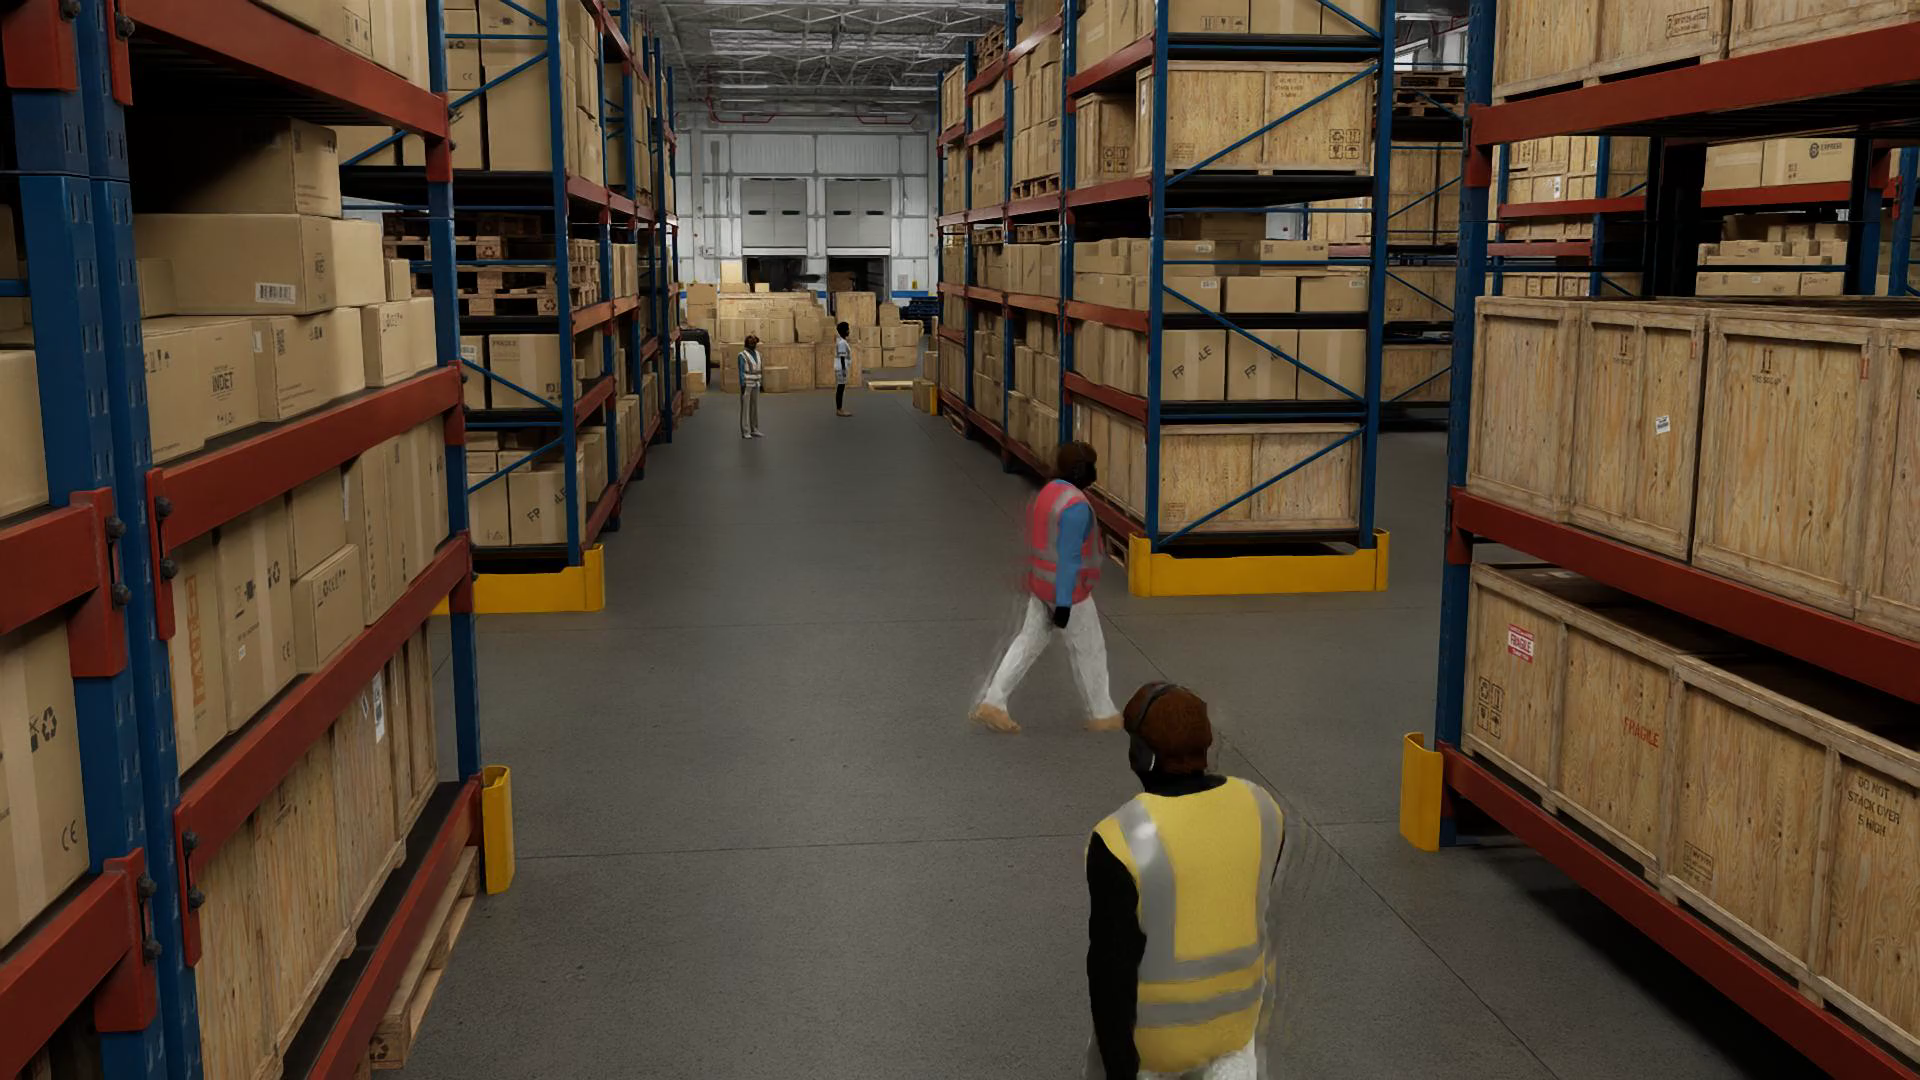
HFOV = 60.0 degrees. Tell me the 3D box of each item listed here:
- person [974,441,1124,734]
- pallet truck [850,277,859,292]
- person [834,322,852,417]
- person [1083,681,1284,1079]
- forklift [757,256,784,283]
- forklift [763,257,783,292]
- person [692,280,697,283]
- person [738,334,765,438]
[{"bbox_3d":[0.553,0.297,10.032,0.987,1.795,0.634,-3,10,-16],"label":"person"},{"bbox_3d":[-3.782,-9.391,65.808,1.885,1.965,0.823,2,10,10],"label":"pallet truck"},{"bbox_3d":[-2.106,-3.063,29.836,0.322,1.697,0.534,-1,10,-5],"label":"person"},{"bbox_3d":[0.517,1.248,4.433,0.622,1.797,0.941,-5,11,-27],"label":"person"},{"bbox_3d":[-6.951,-9.037,61.177,1.129,2.768,1.873,-7,12,-34],"label":"forklift"},{"bbox_3d":[-4.314,-5.205,38.867,1.873,2.768,1.129,-1,10,-7],"label":"forklift"},{"bbox_3d":[-10.006,-8.858,62.906,0.585,1.928,0.369,-1,10,-5],"label":"person"},{"bbox_3d":[-3.313,-2.433,26.343,0.308,1.640,0.511,7,12,33],"label":"person"}]
